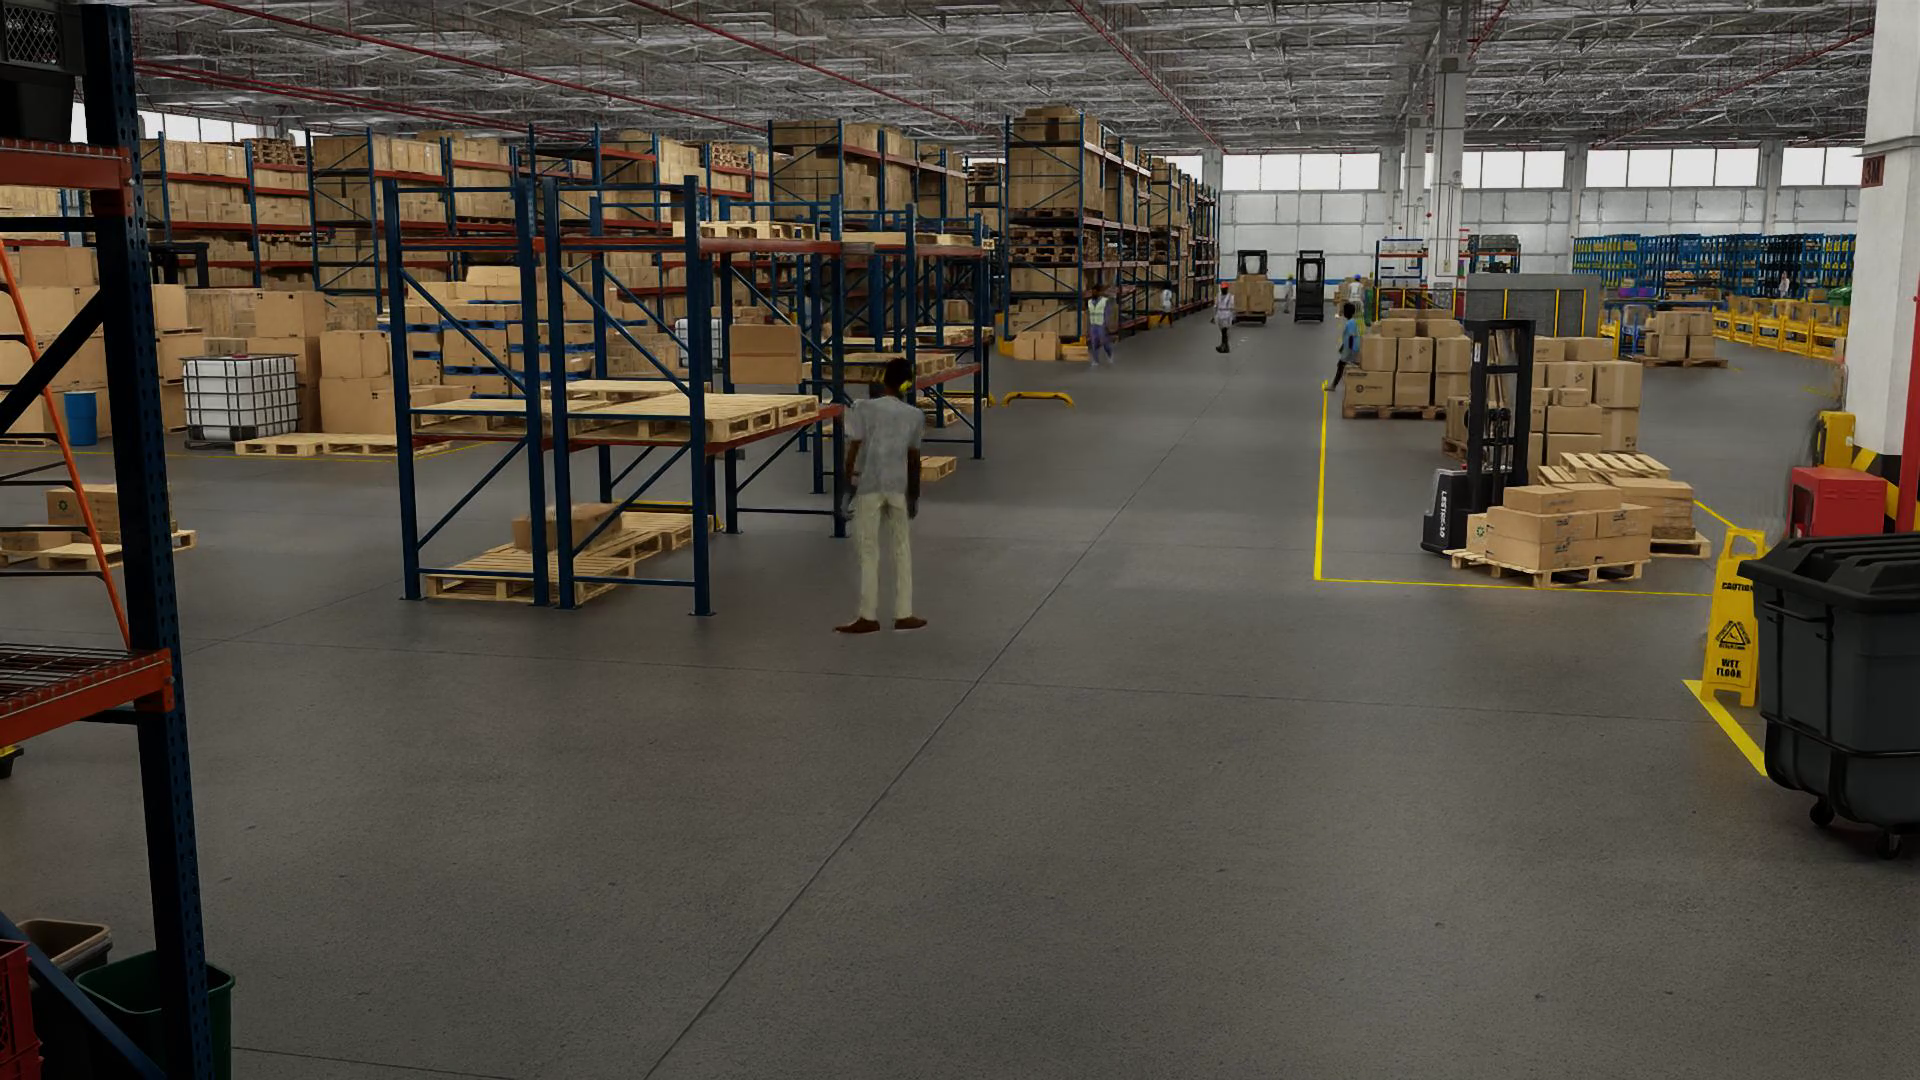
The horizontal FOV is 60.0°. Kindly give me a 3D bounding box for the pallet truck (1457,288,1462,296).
[{"bbox_3d":[20.506,-9.785,68.819,0.653,1.274,1.630,2,10,12],"label":"pallet truck"}]

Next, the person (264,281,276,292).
[{"bbox_3d":[-19.383,-6.344,46.756,0.642,1.878,0.845,-1,10,-6],"label":"person"}]

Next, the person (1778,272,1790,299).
[{"bbox_3d":[35.892,-10.711,72.512,0.410,1.909,0.643,2,10,12],"label":"person"}]

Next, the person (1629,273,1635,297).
[{"bbox_3d":[32.428,-12.005,80.416,0.461,1.829,0.563,-1,10,-6],"label":"person"}]

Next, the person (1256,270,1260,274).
[{"bbox_3d":[16.069,-13.641,89.986,0.668,1.873,0.889,-7,12,-36],"label":"person"}]

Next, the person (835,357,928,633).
[{"bbox_3d":[-0.556,-0.287,11.040,0.663,1.833,0.340,-3,10,-19],"label":"person"}]

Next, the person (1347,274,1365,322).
[{"bbox_3d":[14.877,-8.995,62.369,0.620,1.892,0.977,7,12,37],"label":"person"}]

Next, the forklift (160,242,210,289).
[{"bbox_3d":[-16.063,-4.810,34.690,1.129,2.768,1.873,2,10,12],"label":"forklift"}]

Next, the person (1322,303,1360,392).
[{"bbox_3d":[7.148,-3.548,30.832,0.867,1.645,0.543,4,10,20],"label":"person"}]

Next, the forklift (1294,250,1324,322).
[{"bbox_3d":[13.778,-10.002,65.433,1.129,2.768,1.873,2,10,12],"label":"forklift"}]

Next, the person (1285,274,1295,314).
[{"bbox_3d":[15.089,-11.239,75.945,0.557,1.807,0.588,3,10,16],"label":"person"}]

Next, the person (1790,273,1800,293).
[{"bbox_3d":[44.488,-13.330,88.421,0.975,1.784,0.589,0,10,1],"label":"person"}]

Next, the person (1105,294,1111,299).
[{"bbox_3d":[7.862,-13.437,88.907,0.624,1.815,0.460,2,10,11],"label":"person"}]

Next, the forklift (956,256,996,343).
[{"bbox_3d":[0.346,-6.988,47.587,1.129,2.768,1.873,2,10,12],"label":"forklift"}]

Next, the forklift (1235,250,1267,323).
[{"bbox_3d":[11.253,-9.762,64.015,1.129,2.768,1.873,2,10,12],"label":"forklift"}]

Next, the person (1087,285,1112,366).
[{"bbox_3d":[3.264,-5.011,38.824,0.603,1.893,0.569,7,12,36],"label":"person"}]

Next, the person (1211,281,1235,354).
[{"bbox_3d":[6.912,-5.858,43.810,0.560,1.885,0.965,8,12,38],"label":"person"}]

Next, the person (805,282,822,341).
[{"bbox_3d":[-3.447,-4.912,38.057,0.411,1.951,0.621,7,12,36],"label":"person"}]

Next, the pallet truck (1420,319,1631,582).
[{"bbox_3d":[4.543,-0.757,13.299,0.823,1.965,1.885,-4,10,-22],"label":"pallet truck"}]

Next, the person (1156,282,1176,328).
[{"bbox_3d":[7.419,-8.458,59.840,0.779,1.675,0.530,-2,10,-14],"label":"person"}]
